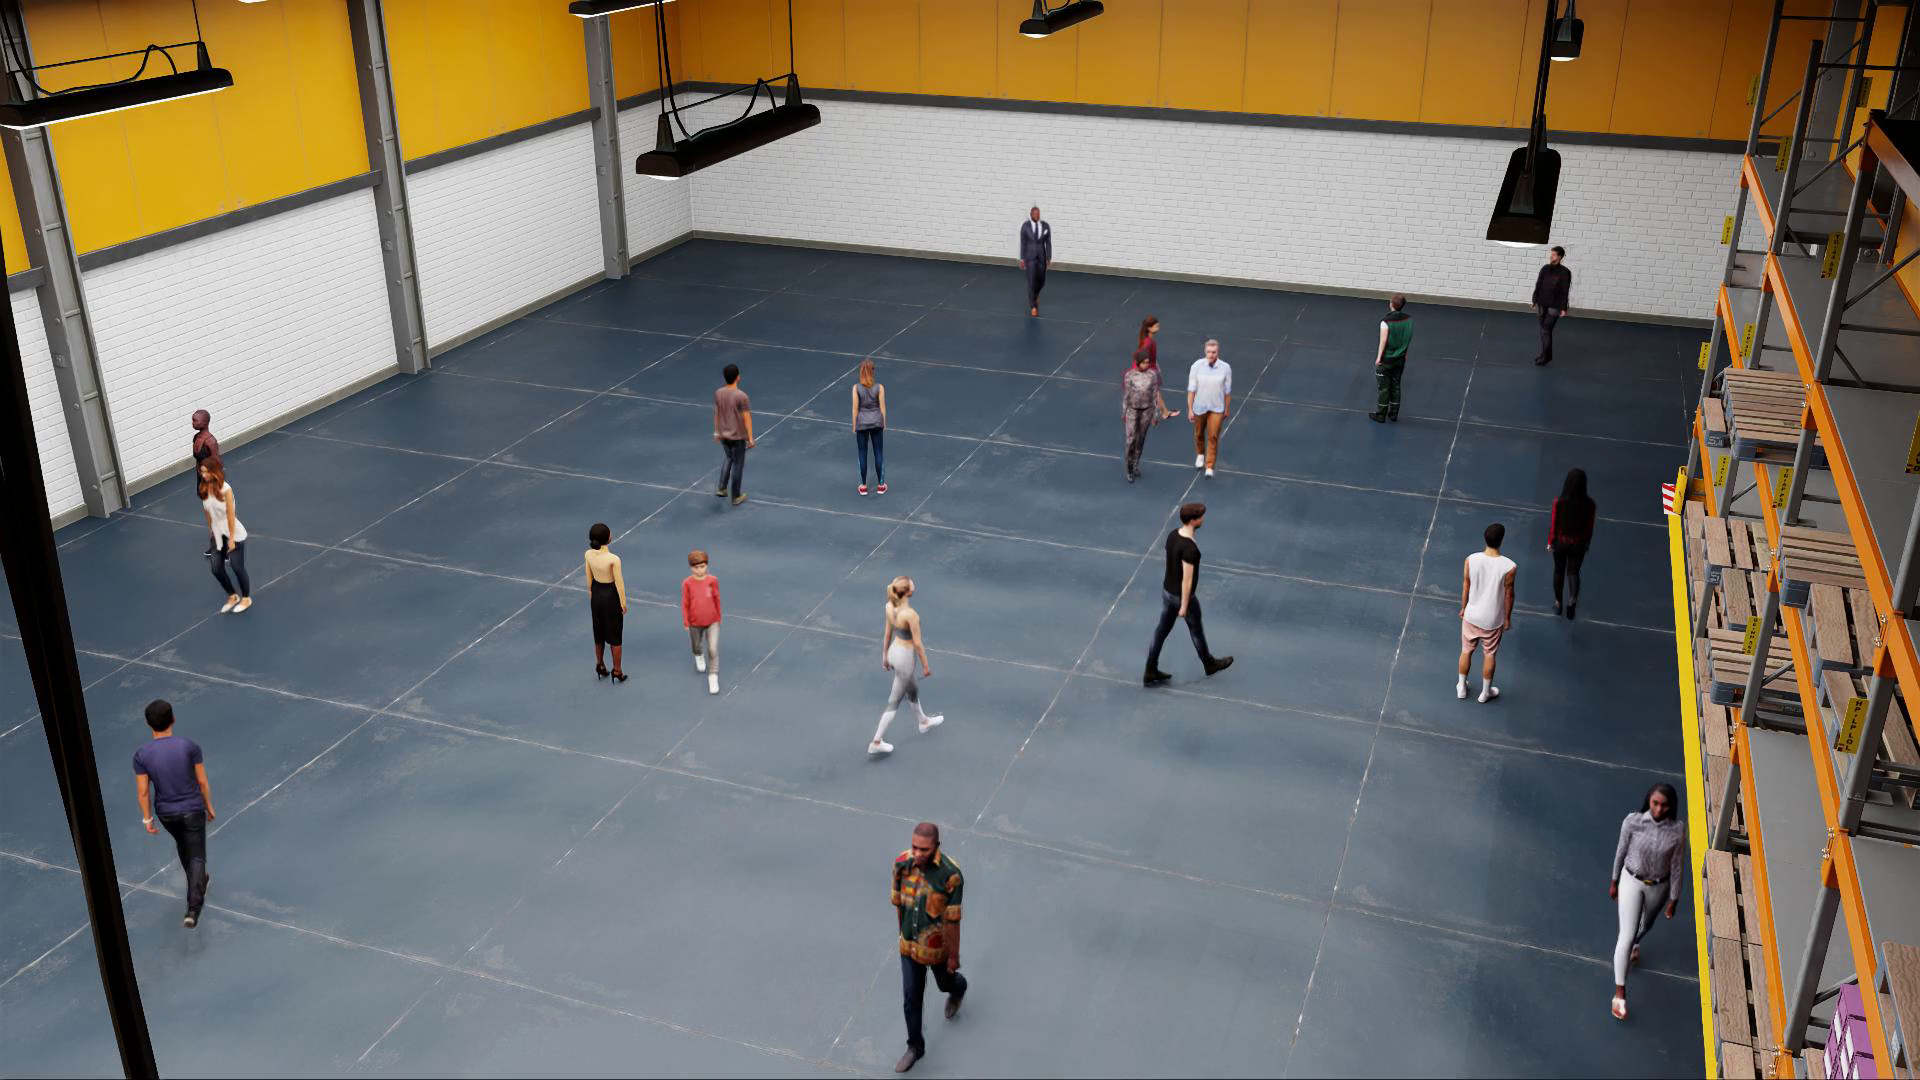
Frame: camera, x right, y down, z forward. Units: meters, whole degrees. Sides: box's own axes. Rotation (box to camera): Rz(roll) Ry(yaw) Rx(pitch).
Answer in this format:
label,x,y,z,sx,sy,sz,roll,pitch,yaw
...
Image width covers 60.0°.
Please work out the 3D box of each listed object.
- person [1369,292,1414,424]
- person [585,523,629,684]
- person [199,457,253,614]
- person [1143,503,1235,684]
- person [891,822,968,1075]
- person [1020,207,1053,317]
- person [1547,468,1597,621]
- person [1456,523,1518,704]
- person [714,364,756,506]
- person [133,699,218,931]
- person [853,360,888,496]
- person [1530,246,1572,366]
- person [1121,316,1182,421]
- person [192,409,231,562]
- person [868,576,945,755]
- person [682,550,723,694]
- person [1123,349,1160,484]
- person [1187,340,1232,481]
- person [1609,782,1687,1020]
label,x,y,z,sx,sy,sz,roll,pitch,yaw
person,5.977,-2.534,23.031,0.743,1.843,0.796,-9,25,-20
person,-3.430,0.606,16.087,0.552,1.651,0.516,9,25,19
person,-7.647,-0.085,17.524,0.590,1.766,0.596,7,25,15
person,2.024,0.546,15.978,1.173,1.849,1.155,-9,25,-19
person,-0.166,2.657,11.236,0.724,1.778,1.145,10,25,21
person,1.265,-4.751,28.162,1.034,1.795,1.234,-3,24,-8
person,6.350,0.095,17.277,0.706,1.634,0.920,3,24,8
person,4.951,0.693,15.716,0.680,1.789,0.635,14,27,29
person,-2.809,-1.242,20.171,0.698,1.765,0.712,12,27,26
person,-5.883,2.113,12.526,1.051,1.742,1.211,-7,25,-15
person,-1.123,-1.397,20.579,0.647,1.722,0.653,-2,24,-4
person,9.118,-3.594,25.480,0.950,1.822,0.899,-13,27,-27
person,2.484,-2.342,23.007,0.899,1.509,1.046,-2,24,-5
person,-8.438,-0.640,18.802,0.640,1.758,0.604,15,28,31
person,-0.575,1.144,14.844,1.197,1.660,0.966,-18,29,-35
person,-2.492,0.739,16.097,0.793,1.398,0.949,-4,24,-10
person,2.268,-1.621,21.125,0.760,1.697,0.892,-2,24,-5
person,3.156,-1.704,21.213,0.830,1.776,1.213,4,24,10
person,4.871,2.452,11.823,0.600,1.684,1.145,9,25,19
